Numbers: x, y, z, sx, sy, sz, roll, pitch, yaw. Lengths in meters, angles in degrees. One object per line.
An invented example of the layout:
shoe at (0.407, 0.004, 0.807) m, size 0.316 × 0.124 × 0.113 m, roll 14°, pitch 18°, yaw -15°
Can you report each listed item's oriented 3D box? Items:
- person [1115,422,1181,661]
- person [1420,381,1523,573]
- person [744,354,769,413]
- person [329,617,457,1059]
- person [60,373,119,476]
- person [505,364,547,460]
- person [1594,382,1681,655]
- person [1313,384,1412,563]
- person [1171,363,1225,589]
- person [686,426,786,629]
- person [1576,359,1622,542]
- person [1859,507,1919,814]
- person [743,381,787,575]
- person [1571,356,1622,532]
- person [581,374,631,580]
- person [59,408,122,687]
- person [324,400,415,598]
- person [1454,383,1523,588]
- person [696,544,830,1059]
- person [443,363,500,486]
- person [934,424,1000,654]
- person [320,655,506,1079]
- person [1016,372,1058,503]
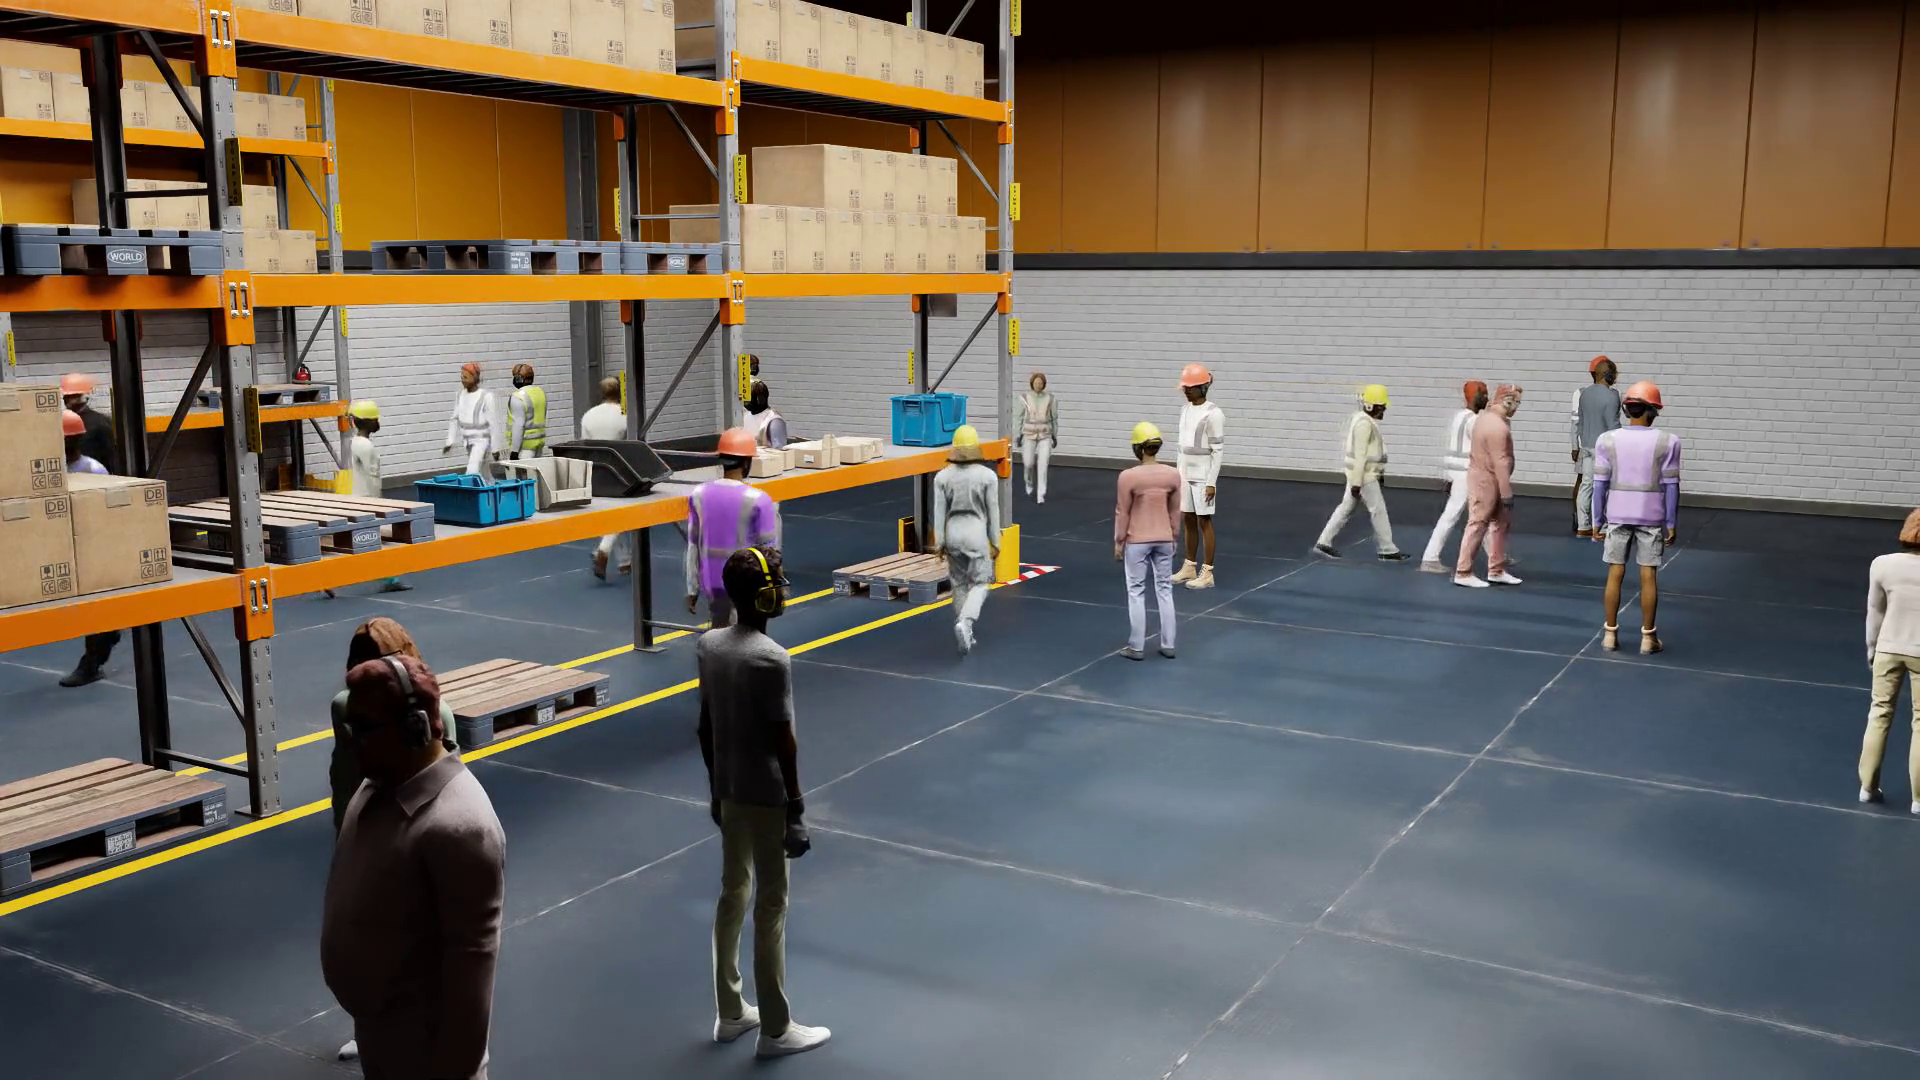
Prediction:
person at (1.371, 0.013, 12.238) m, size 0.530 × 1.760 × 0.351 m, roll -4°, pitch 10°, yaw -22°
person at (4.850, -0.583, 15.737) m, size 0.997 × 1.831 × 0.582 m, roll 1°, pitch 9°, yaw 7°
person at (-2.586, -1.383, 20.675) m, size 0.625 × 1.845 × 0.429 m, roll 9°, pitch 13°, yaw 44°
person at (-2.025, 1.076, 5.972) m, size 0.501 × 1.633 × 0.281 m, roll 2°, pitch 9°, yaw 15°
person at (-7.858, -0.542, 15.067) m, size 0.609 × 1.966 × 0.871 m, roll 4°, pitch 10°, yaw 22°
person at (-4.839, -1.040, 18.531) m, size 0.429 × 1.842 × 0.634 m, roll 2°, pitch 9°, yaw 14°
person at (5.058, -0.163, 12.458) m, size 0.605 × 2.036 × 0.393 m, roll 5°, pitch 11°, yaw 30°
person at (3.952, -0.652, 16.350) m, size 0.951 × 1.770 × 0.599 m, roll 1°, pitch 9°, yaw 7°
person at (2.120, -0.576, 15.023) m, size 0.385 × 2.040 × 0.605 m, roll -4°, pitch 10°, yaw -26°
person at (-1.332, 0.265, 10.142) m, size 0.587 × 1.916 × 0.629 m, roll 4°, pitch 10°, yaw 21°
person at (6.802, -0.950, 17.668) m, size 0.372 × 1.940 × 0.632 m, roll -2°, pitch 9°, yaw -13°
person at (5.048, 0.627, 8.810) m, size 0.285 × 1.625 × 0.494 m, roll -7°, pitch 12°, yaw -39°
person at (-1.883, -0.566, 15.573) m, size 0.429 × 1.842 × 0.633 m, roll -8°, pitch 12°, yaw -40°
person at (6.997, -1.053, 18.299) m, size 0.545 × 1.942 × 0.352 m, roll 0°, pitch 9°, yaw -2°
person at (-3.221, -0.575, 15.414) m, size 0.637 × 1.920 × 0.829 m, roll 4°, pitch 10°, yaw 22°
person at (-6.093, 0.043, 11.514) m, size 0.573 × 1.925 × 0.496 m, roll 3°, pitch 10°, yaw 20°
person at (-5.271, -0.361, 14.608) m, size 0.782 × 1.738 × 0.525 m, roll -4°, pitch 10°, yaw -23°
person at (4.827, -0.474, 14.924) m, size 0.744 × 1.861 × 0.668 m, roll 2°, pitch 9°, yaw 11°
person at (-0.737, 0.943, 6.063) m, size 0.518 × 1.874 × 0.327 m, roll 8°, pitch 12°, yaw 42°
person at (-5.512, -1.085, 18.875) m, size 0.593 × 1.833 × 1.005 m, roll 7°, pitch 11°, yaw 37°
person at (0.036, 0.004, 12.365) m, size 0.493 × 1.727 × 0.640 m, roll 3°, pitch 10°, yaw 17°
person at (-1.393, 1.223, 4.217) m, size 0.410 × 1.906 × 0.642 m, roll -7°, pitch 12°, yaw -39°
person at (0.964, -1.287, 20.753) m, size 0.524 × 1.626 × 0.573 m, roll 0°, pitch 9°, yaw 2°
